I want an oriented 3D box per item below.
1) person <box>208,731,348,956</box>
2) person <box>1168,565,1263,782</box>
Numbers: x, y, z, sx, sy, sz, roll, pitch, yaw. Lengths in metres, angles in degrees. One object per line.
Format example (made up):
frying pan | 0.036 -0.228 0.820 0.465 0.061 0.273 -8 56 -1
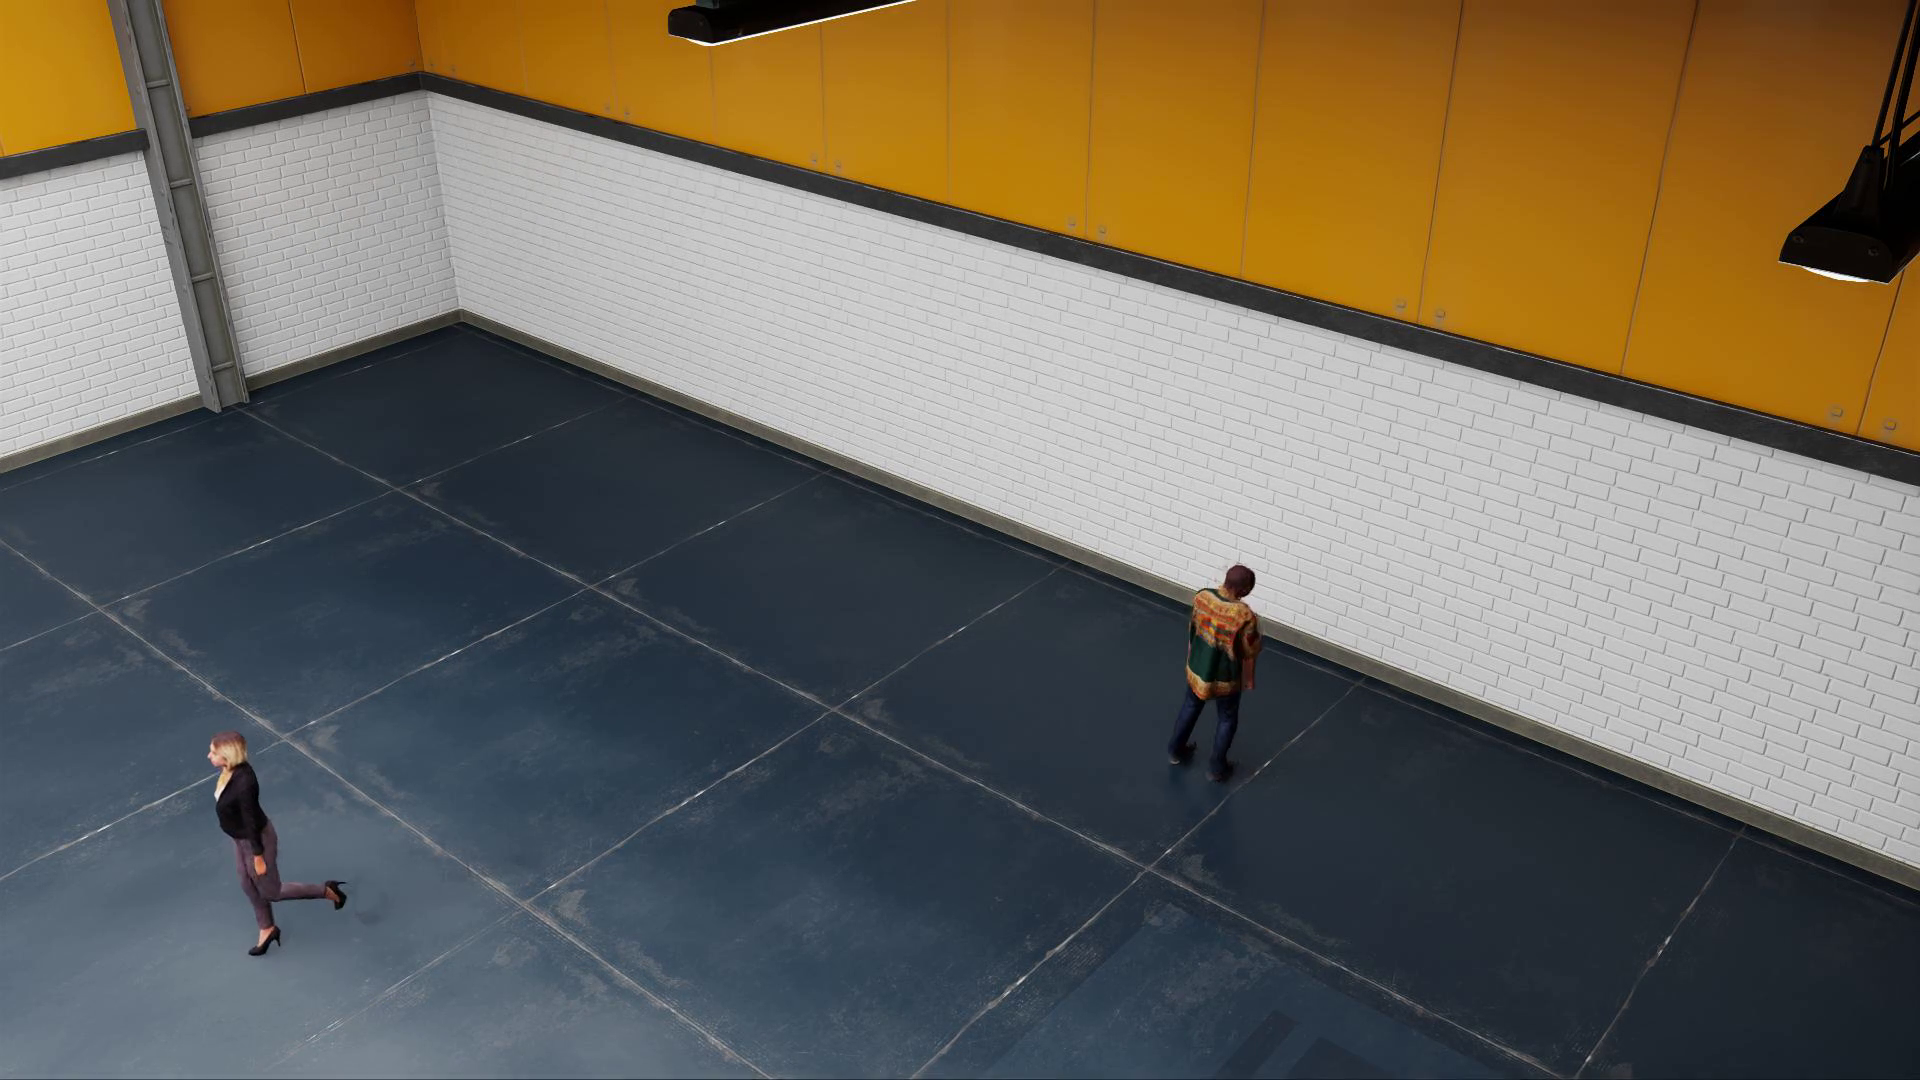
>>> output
person | -4.311 1.887 10.417 0.950 1.654 0.743 -19 34 -31
person | 1.860 0.972 11.970 0.752 1.771 0.651 13 31 23
